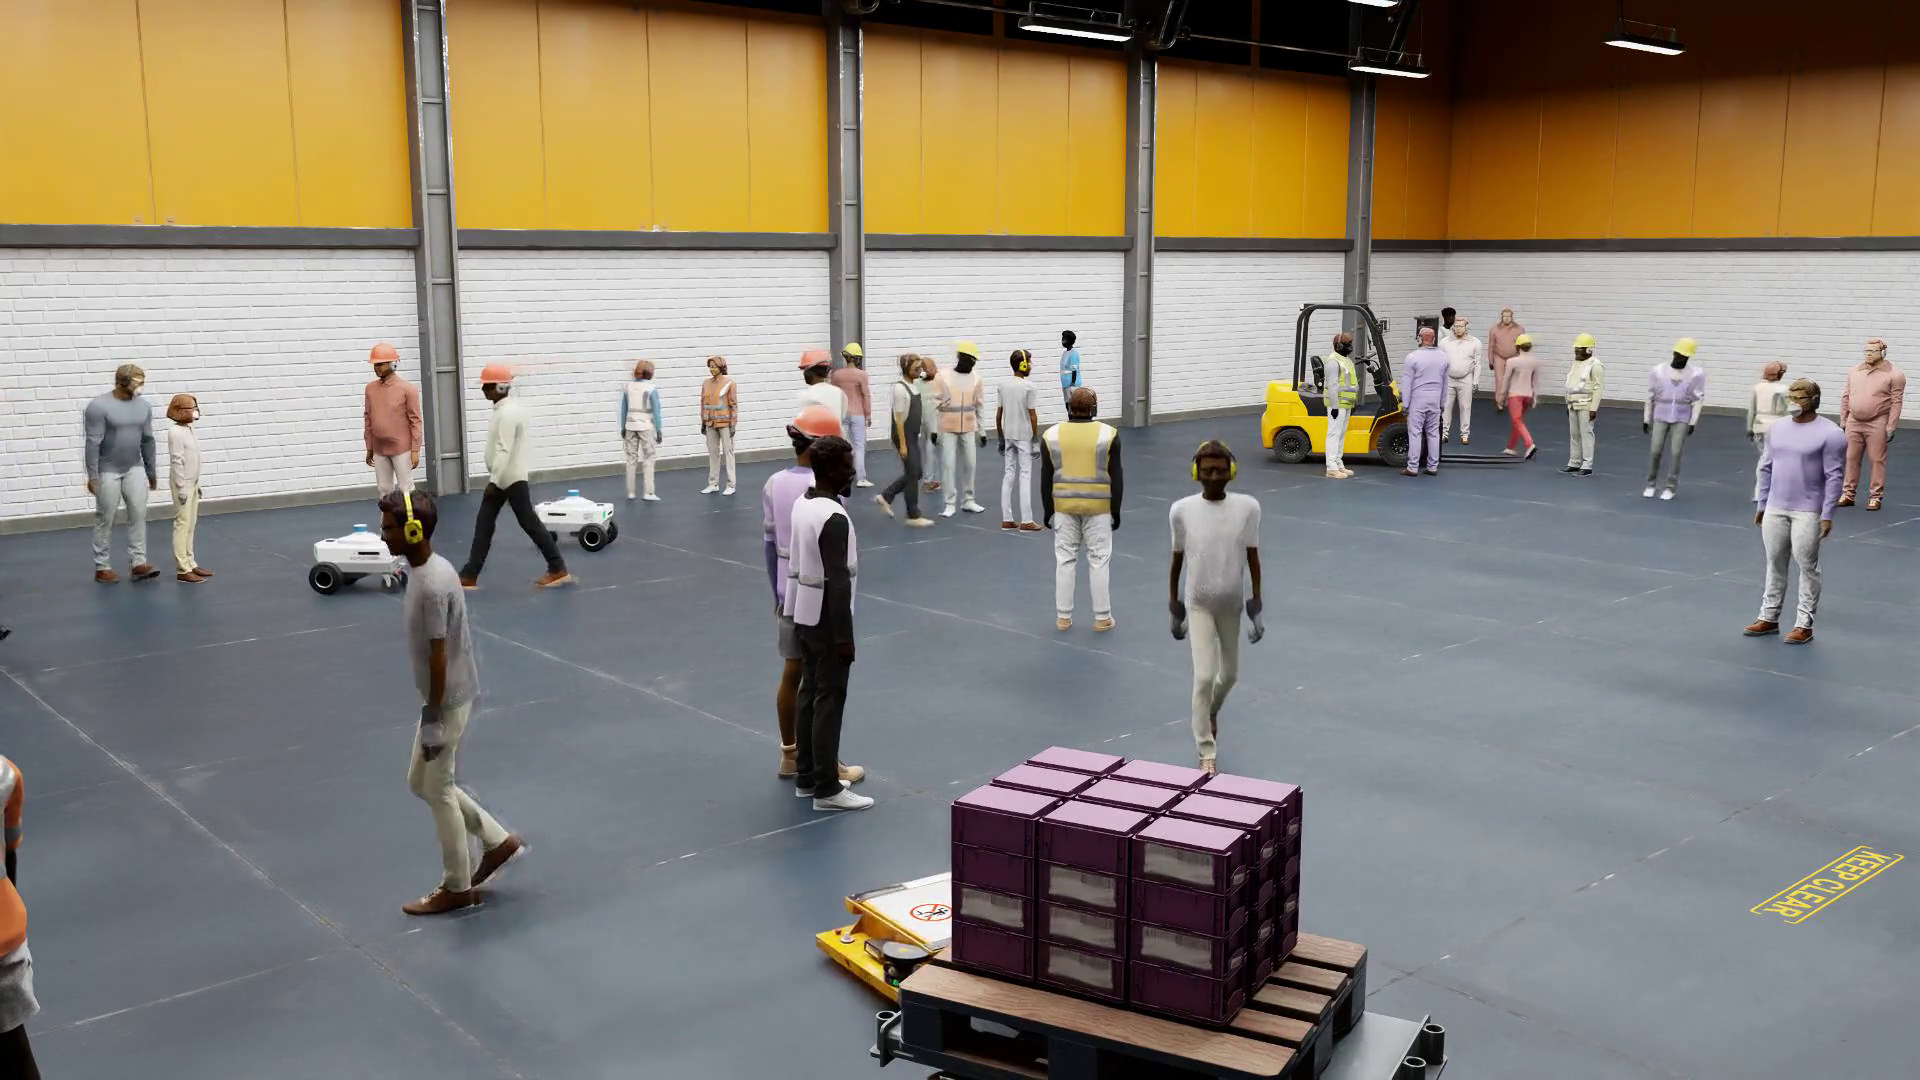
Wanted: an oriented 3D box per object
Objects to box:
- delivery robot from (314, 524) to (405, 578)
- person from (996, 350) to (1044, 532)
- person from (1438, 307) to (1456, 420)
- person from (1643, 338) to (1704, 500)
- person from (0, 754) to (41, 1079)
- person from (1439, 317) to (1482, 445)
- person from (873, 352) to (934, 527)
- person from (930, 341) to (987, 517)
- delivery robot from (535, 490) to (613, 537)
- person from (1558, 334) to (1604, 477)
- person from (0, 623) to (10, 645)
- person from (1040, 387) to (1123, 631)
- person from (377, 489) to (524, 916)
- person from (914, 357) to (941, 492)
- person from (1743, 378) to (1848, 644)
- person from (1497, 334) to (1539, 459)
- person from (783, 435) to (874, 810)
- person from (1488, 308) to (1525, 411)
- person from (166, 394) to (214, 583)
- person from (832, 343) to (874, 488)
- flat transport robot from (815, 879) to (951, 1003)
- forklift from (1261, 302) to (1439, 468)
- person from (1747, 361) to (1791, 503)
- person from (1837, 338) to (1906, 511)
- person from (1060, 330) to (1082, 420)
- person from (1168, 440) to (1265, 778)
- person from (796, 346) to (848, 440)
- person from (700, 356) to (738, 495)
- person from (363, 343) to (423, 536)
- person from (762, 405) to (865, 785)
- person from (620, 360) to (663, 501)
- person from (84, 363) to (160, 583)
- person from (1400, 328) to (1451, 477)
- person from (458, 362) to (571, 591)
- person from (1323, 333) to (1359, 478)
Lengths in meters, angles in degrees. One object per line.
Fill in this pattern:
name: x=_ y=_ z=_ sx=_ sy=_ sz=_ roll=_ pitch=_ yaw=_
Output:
delivery robot: x=-5.037 y=0.111 z=14.004 sx=0.707 sy=0.478 sz=0.477 roll=0 pitch=10 yaw=1
person: x=0.602 y=-1.012 z=17.044 sx=0.520 sy=1.862 sz=0.333 roll=8 pitch=12 yaw=39
person: x=8.255 y=-2.990 z=28.371 sx=0.410 sy=1.953 sz=0.610 roll=9 pitch=13 yaw=42
person: x=8.240 y=-1.394 z=19.239 sx=0.620 sy=1.881 sz=0.530 roll=4 pitch=10 yaw=20
person: x=-2.858 y=1.176 z=4.718 sx=0.321 sy=1.692 sz=0.529 roll=2 pitch=10 yaw=9
person: x=7.450 y=-2.378 z=24.903 sx=0.648 sy=1.907 sz=0.409 roll=4 pitch=11 yaw=23
person: x=-0.589 y=-1.041 z=17.300 sx=0.610 sy=1.827 sz=0.526 roll=3 pitch=10 yaw=17
person: x=-0.023 y=-1.205 z=18.092 sx=0.664 sy=1.890 sz=0.378 roll=-4 pitch=10 yaw=-22
delivery robot: x=-3.721 y=-0.240 z=16.036 sx=0.707 sy=0.478 sz=0.477 roll=1 pitch=9 yaw=2
person: x=7.951 y=-1.723 z=21.287 sx=0.404 sy=1.827 sz=0.602 roll=-2 pitch=10 yaw=-12
person: x=-6.898 y=-0.050 z=11.257 sx=0.498 sy=1.916 sz=0.540 roll=-1 pitch=10 yaw=-6
person: x=0.922 y=-0.229 z=12.510 sx=0.619 sy=1.845 sz=0.430 roll=2 pitch=10 yaw=14
person: x=-2.201 y=0.692 z=7.111 sx=0.447 sy=1.847 sz=0.573 roll=-4 pitch=11 yaw=-24
person: x=-0.429 y=-1.364 z=19.822 sx=0.533 sy=1.603 sz=0.724 roll=6 pitch=12 yaw=33
person: x=6.099 y=-0.214 z=12.137 sx=0.370 sy=1.940 sz=0.627 roll=-6 pitch=11 yaw=-29
person: x=7.859 y=-2.007 z=23.234 sx=0.529 sy=1.736 sz=0.826 roll=-4 pitch=10 yaw=-20
person: x=-0.694 y=0.419 z=8.491 sx=0.375 sy=1.917 sz=0.598 roll=-4 pitch=11 yaw=-23
person: x=9.987 y=-3.309 z=30.438 sx=0.644 sy=1.878 sz=0.780 roll=2 pitch=10 yaw=10
person: x=-6.699 y=-0.454 z=14.433 sx=0.285 sy=1.633 sz=0.501 roll=-2 pitch=10 yaw=-9
person: x=-1.306 y=-1.514 z=20.276 sx=0.523 sy=1.762 sz=0.328 roll=5 pitch=11 yaw=27
flat transport robot: x=0.190 y=1.530 z=6.799 sx=1.431 sy=0.197 sz=0.652 roll=-6 pitch=12 yaw=-33
forklift: x=5.320 y=-2.157 z=22.763 sx=2.313 sy=2.155 sz=1.214 roll=3 pitch=10 yaw=16
person: x=9.319 y=-1.234 z=19.058 sx=0.589 sy=1.621 sz=0.527 roll=-4 pitch=10 yaw=-22
person: x=10.092 y=-1.283 z=18.492 sx=0.410 sy=1.909 sz=0.643 roll=-7 pitch=12 yaw=-36
person: x=1.686 y=-2.365 z=25.466 sx=0.321 sy=1.691 sz=0.537 roll=-2 pitch=10 yaw=-14
person: x=1.398 y=0.350 z=9.143 sx=0.519 sy=1.839 sz=0.837 roll=0 pitch=10 yaw=0
person: x=-1.195 y=-0.704 z=14.766 sx=0.625 sy=2.018 sz=0.613 roll=8 pitch=13 yaw=39
person: x=-2.847 y=-1.348 z=19.653 sx=0.522 sy=1.640 sz=0.306 roll=5 pitch=11 yaw=29
person: x=-5.416 y=-0.874 z=15.834 sx=0.623 sy=1.992 sz=0.396 roll=4 pitch=10 yaw=20
person: x=-0.777 y=0.299 z=8.860 sx=0.401 sy=2.033 sz=0.605 roll=-9 pitch=13 yaw=-43
person: x=-3.690 y=-1.254 z=19.173 sx=0.587 sy=1.626 sz=0.335 roll=5 pitch=11 yaw=26
person: x=-7.220 y=-0.568 z=14.357 sx=0.611 sy=1.897 sz=0.699 roll=6 pitch=11 yaw=31
person: x=5.935 y=-1.760 z=21.308 sx=0.640 sy=1.902 sz=0.402 roll=-3 pitch=10 yaw=-18
person: x=-3.817 y=-0.527 z=13.995 sx=1.067 sy=1.944 sz=0.613 roll=-5 pitch=11 yaw=-27
person: x=4.857 y=-1.714 z=21.205 sx=0.429 sy=1.844 sz=0.626 roll=5 pitch=11 yaw=28
